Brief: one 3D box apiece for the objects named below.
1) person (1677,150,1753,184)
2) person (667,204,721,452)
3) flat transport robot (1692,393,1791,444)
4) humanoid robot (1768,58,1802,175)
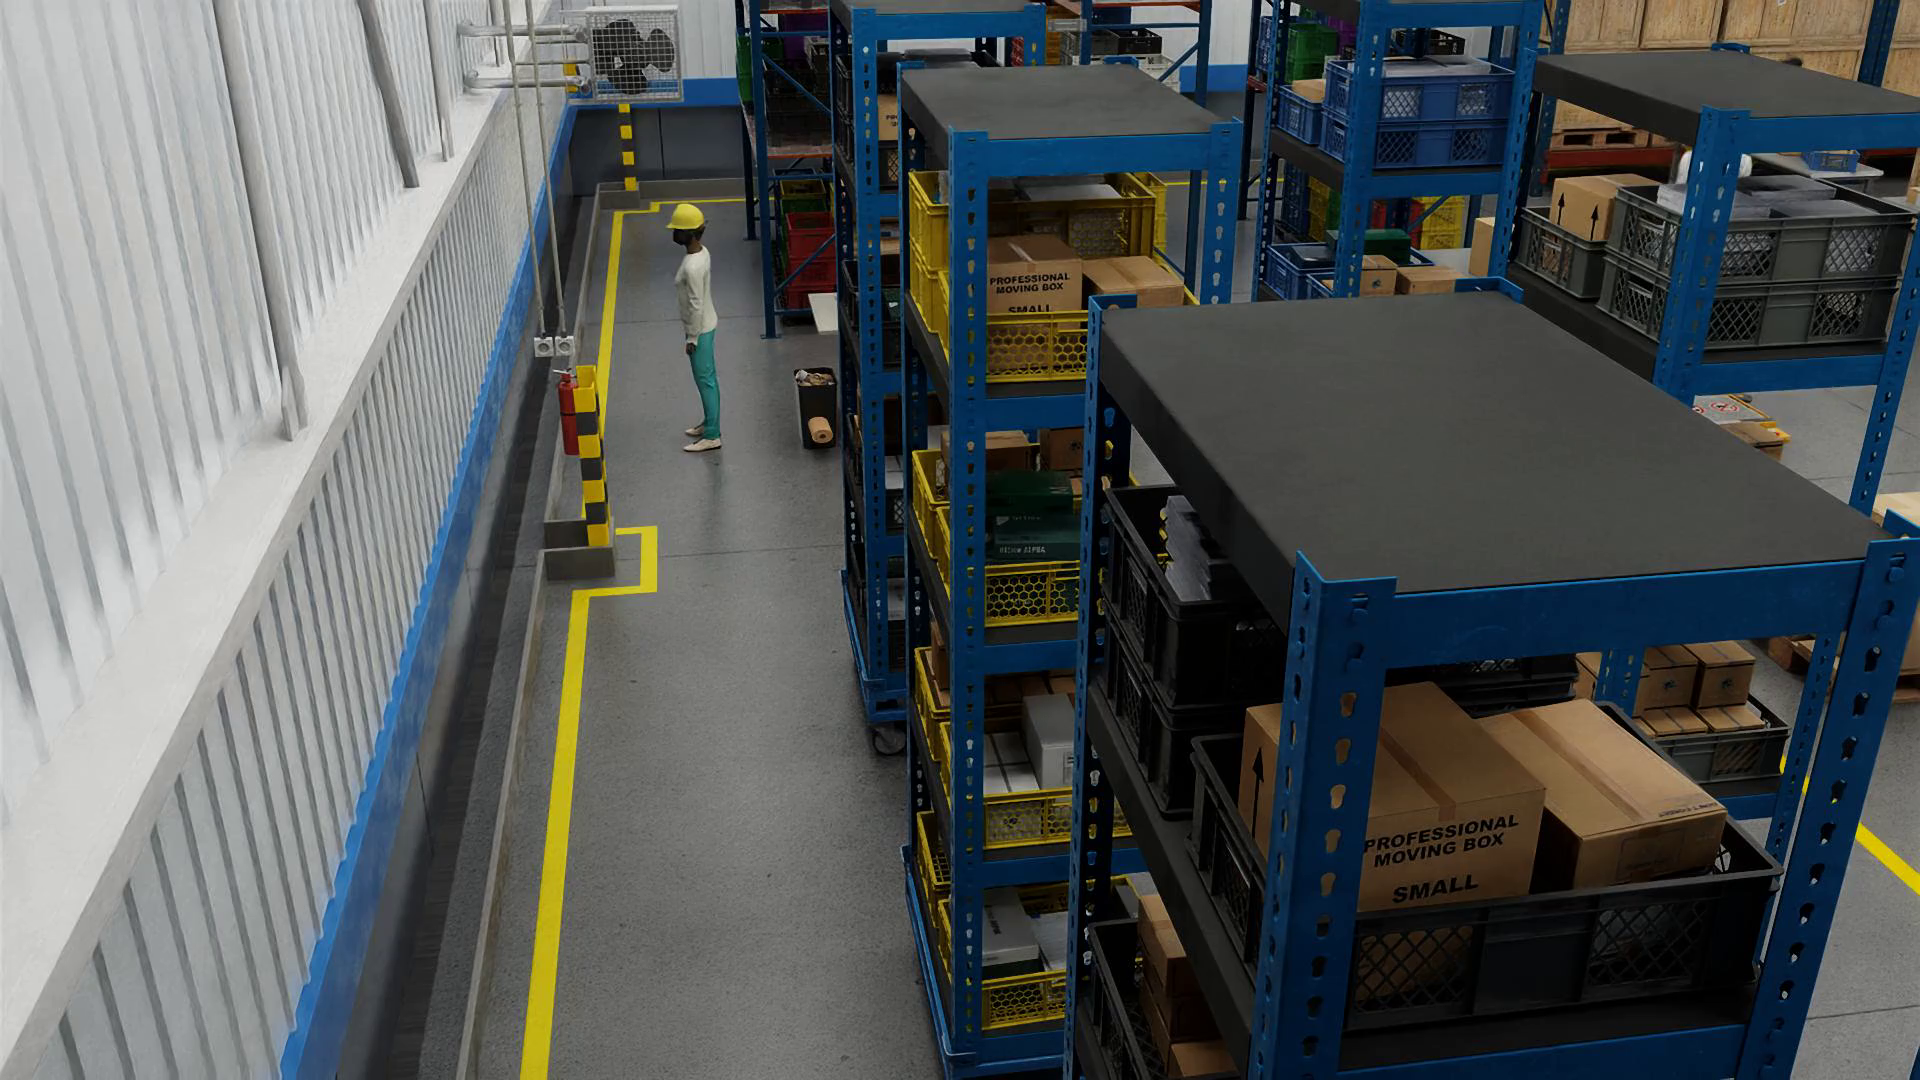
[{"bbox_3d":[6.376,-2.695,14.231,0.583,1.882,0.358,10,26,20],"label":"person"},{"bbox_3d":[-1.868,-1.498,11.763,0.307,1.768,0.524,-2,25,-4],"label":"person"},{"bbox_3d":[5.224,-0.859,12.132,1.431,0.197,0.652,-4,25,-8],"label":"flat transport robot"},{"bbox_3d":[9.070,-4.492,18.379,0.403,1.637,0.645,9,26,19],"label":"humanoid robot"}]
